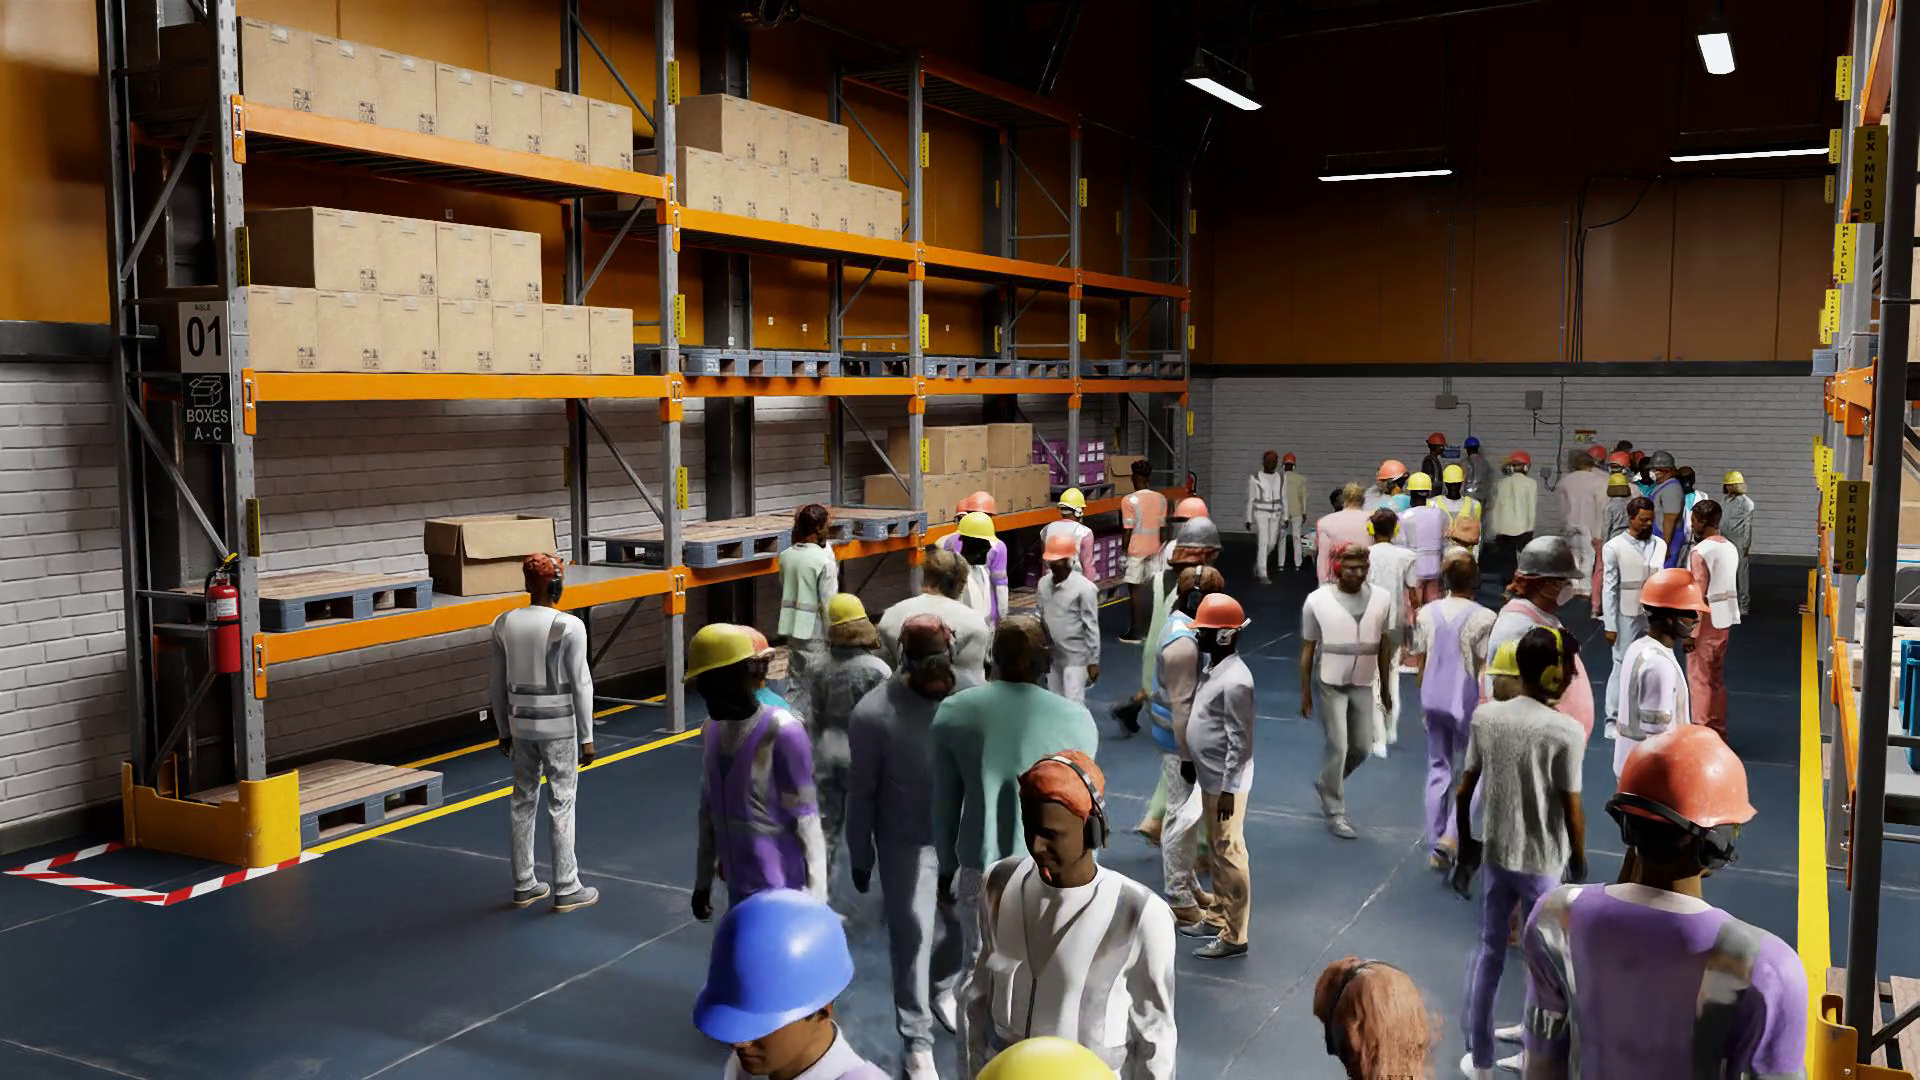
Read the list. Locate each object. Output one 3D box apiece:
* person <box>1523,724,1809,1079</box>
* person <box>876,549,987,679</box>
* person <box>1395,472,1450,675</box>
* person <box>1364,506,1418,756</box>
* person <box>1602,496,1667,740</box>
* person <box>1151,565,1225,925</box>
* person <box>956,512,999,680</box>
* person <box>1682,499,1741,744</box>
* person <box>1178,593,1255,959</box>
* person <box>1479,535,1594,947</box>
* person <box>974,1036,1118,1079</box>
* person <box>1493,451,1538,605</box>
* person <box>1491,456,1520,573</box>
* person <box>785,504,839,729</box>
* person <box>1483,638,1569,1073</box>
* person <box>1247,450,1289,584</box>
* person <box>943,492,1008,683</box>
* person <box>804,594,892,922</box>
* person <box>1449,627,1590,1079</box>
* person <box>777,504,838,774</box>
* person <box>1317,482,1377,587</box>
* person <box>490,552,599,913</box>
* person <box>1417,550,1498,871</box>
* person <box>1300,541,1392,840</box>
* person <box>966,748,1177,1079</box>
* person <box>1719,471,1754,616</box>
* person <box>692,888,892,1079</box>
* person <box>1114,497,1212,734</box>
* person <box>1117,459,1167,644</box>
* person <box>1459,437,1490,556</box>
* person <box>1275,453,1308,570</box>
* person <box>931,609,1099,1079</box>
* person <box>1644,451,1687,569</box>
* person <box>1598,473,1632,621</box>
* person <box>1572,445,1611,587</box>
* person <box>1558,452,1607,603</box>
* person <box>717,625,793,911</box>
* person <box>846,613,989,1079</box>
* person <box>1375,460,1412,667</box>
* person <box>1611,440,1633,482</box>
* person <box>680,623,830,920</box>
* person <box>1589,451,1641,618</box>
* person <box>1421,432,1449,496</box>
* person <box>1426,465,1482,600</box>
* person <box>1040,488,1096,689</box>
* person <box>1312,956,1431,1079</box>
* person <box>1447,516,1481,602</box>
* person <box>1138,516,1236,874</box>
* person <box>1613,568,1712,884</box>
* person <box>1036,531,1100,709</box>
[{"bbox_3d":[1.503,1.405,3.551,0.374,2.044,0.607,-5,7,-41],"label":"person"},{"bbox_3d":[-0.156,0.985,8.925,0.717,1.868,0.997,2,6,19],"label":"person"},{"bbox_3d":[4.366,0.321,15.818,0.585,1.929,0.375,-2,6,-18],"label":"person"},{"bbox_3d":[3.153,0.668,12.540,0.527,1.838,0.742,0,5,1],"label":"person"},{"bbox_3d":[5.191,0.611,12.842,0.599,1.905,0.391,-2,6,-25],"label":"person"},{"bbox_3d":[1.201,1.043,8.551,0.429,1.838,0.625,1,5,13],"label":"person"},{"bbox_3d":[0.057,0.765,11.136,0.403,1.913,0.601,3,6,28],"label":"person"},{"bbox_3d":[5.600,0.650,12.417,0.599,1.908,0.396,-5,7,-44],"label":"person"},{"bbox_3d":[1.247,1.129,8.047,0.327,1.752,0.563,0,5,-2],"label":"person"},{"bbox_3d":[2.850,0.970,8.239,0.540,2.000,0.690,3,6,26],"label":"person"},{"bbox_3d":[0.094,1.591,2.155,0.592,1.926,0.366,1,5,13],"label":"person"},{"bbox_3d":[6.768,-0.105,20.242,0.597,1.956,0.653,-4,6,-35],"label":"person"},{"bbox_3d":[7.952,-0.335,23.904,0.537,1.734,0.778,-2,6,-17],"label":"person"},{"bbox_3d":[-1.153,0.658,12.541,0.499,1.869,0.643,0,5,4],"label":"person"},{"bbox_3d":[2.291,1.264,6.734,0.371,1.735,0.489,2,6,19],"label":"person"},{"bbox_3d":[4.272,-0.334,23.306,0.589,1.861,0.801,-2,6,-18],"label":"person"},{"bbox_3d":[0.134,0.580,13.070,0.550,1.925,0.392,3,6,26],"label":"person"},{"bbox_3d":[-0.479,1.116,8.546,0.563,1.690,0.755,3,6,26],"label":"person"},{"bbox_3d":[2.136,1.261,6.344,0.383,1.860,0.768,-3,6,-30],"label":"person"},{"bbox_3d":[-1.079,0.701,11.818,0.395,1.913,0.588,-5,7,-42],"label":"person"},{"bbox_3d":[3.568,0.413,15.168,0.635,1.878,1.050,0,5,4],"label":"person"},{"bbox_3d":[-2.174,1.003,8.720,0.586,1.882,0.340,2,6,21],"label":"person"},{"bbox_3d":[2.792,0.972,9.366,0.513,1.833,0.410,5,7,42],"label":"person"},{"bbox_3d":[2.343,0.895,10.225,0.594,1.821,0.541,-2,6,-17],"label":"person"},{"bbox_3d":[0.247,1.436,4.055,0.574,1.884,0.355,4,7,37],"label":"person"},{"bbox_3d":[9.240,0.039,19.896,0.326,1.737,0.486,-2,6,-23],"label":"person"},{"bbox_3d":[-0.346,1.541,2.852,0.848,1.902,0.598,-4,7,-40],"label":"person"},{"bbox_3d":[1.649,0.610,12.914,0.926,1.890,0.541,-1,5,-10],"label":"person"},{"bbox_3d":[1.934,0.122,17.753,0.613,1.964,0.361,-4,7,-36],"label":"person"},{"bbox_3d":[8.229,-0.691,26.719,0.617,1.933,0.422,-3,6,-29],"label":"person"},{"bbox_3d":[4.885,-0.421,24.721,0.560,1.753,0.328,0,5,3],"label":"person"},{"bbox_3d":[0.205,1.221,6.154,0.648,1.929,0.390,2,6,18],"label":"person"},{"bbox_3d":[7.867,-0.002,18.701,0.535,2.000,0.683,2,6,16],"label":"person"},{"bbox_3d":[7.656,0.089,19.361,0.487,1.738,0.320,-1,5,-14],"label":"person"},{"bbox_3d":[8.538,-0.323,22.645,0.856,1.952,0.623,-4,7,-40],"label":"person"},{"bbox_3d":[7.921,-0.166,21.195,0.698,1.903,0.593,5,7,41],"label":"person"},{"bbox_3d":[-0.902,1.228,7.089,0.354,1.737,0.576,1,5,13],"label":"person"},{"bbox_3d":[-0.147,1.197,6.679,0.681,1.877,0.606,-2,6,-21],"label":"person"},{"bbox_3d":[4.205,0.241,16.142,0.605,2.035,0.403,-4,7,-40],"label":"person"},{"bbox_3d":[10.095,-0.553,25.207,0.570,1.926,0.662,3,6,32],"label":"person"},{"bbox_3d":[-0.755,1.243,6.147,0.473,1.878,0.645,-5,7,-42],"label":"person"},{"bbox_3d":[7.684,-0.047,19.502,0.408,1.984,0.615,-5,7,-44],"label":"person"},{"bbox_3d":[7.246,-0.626,25.434,0.404,2.038,0.605,3,6,26],"label":"person"},{"bbox_3d":[5.148,0.174,17.411,0.589,1.927,0.368,1,5,9],"label":"person"},{"bbox_3d":[0.991,0.445,15.072,0.591,1.824,0.404,5,7,43],"label":"person"},{"bbox_3d":[0.836,1.638,3.236,0.565,1.626,0.441,-2,6,-20],"label":"person"},{"bbox_3d":[4.334,0.602,14.394,0.396,1.617,0.525,1,5,14],"label":"person"},{"bbox_3d":[1.345,0.851,9.519,0.538,2.000,0.697,-3,6,-32],"label":"person"},{"bbox_3d":[3.184,1.086,7.574,0.385,1.931,0.544,1,6,15],"label":"person"},{"bbox_3d":[0.714,0.803,11.651,0.370,1.740,0.582,-4,6,-34],"label":"person"}]
